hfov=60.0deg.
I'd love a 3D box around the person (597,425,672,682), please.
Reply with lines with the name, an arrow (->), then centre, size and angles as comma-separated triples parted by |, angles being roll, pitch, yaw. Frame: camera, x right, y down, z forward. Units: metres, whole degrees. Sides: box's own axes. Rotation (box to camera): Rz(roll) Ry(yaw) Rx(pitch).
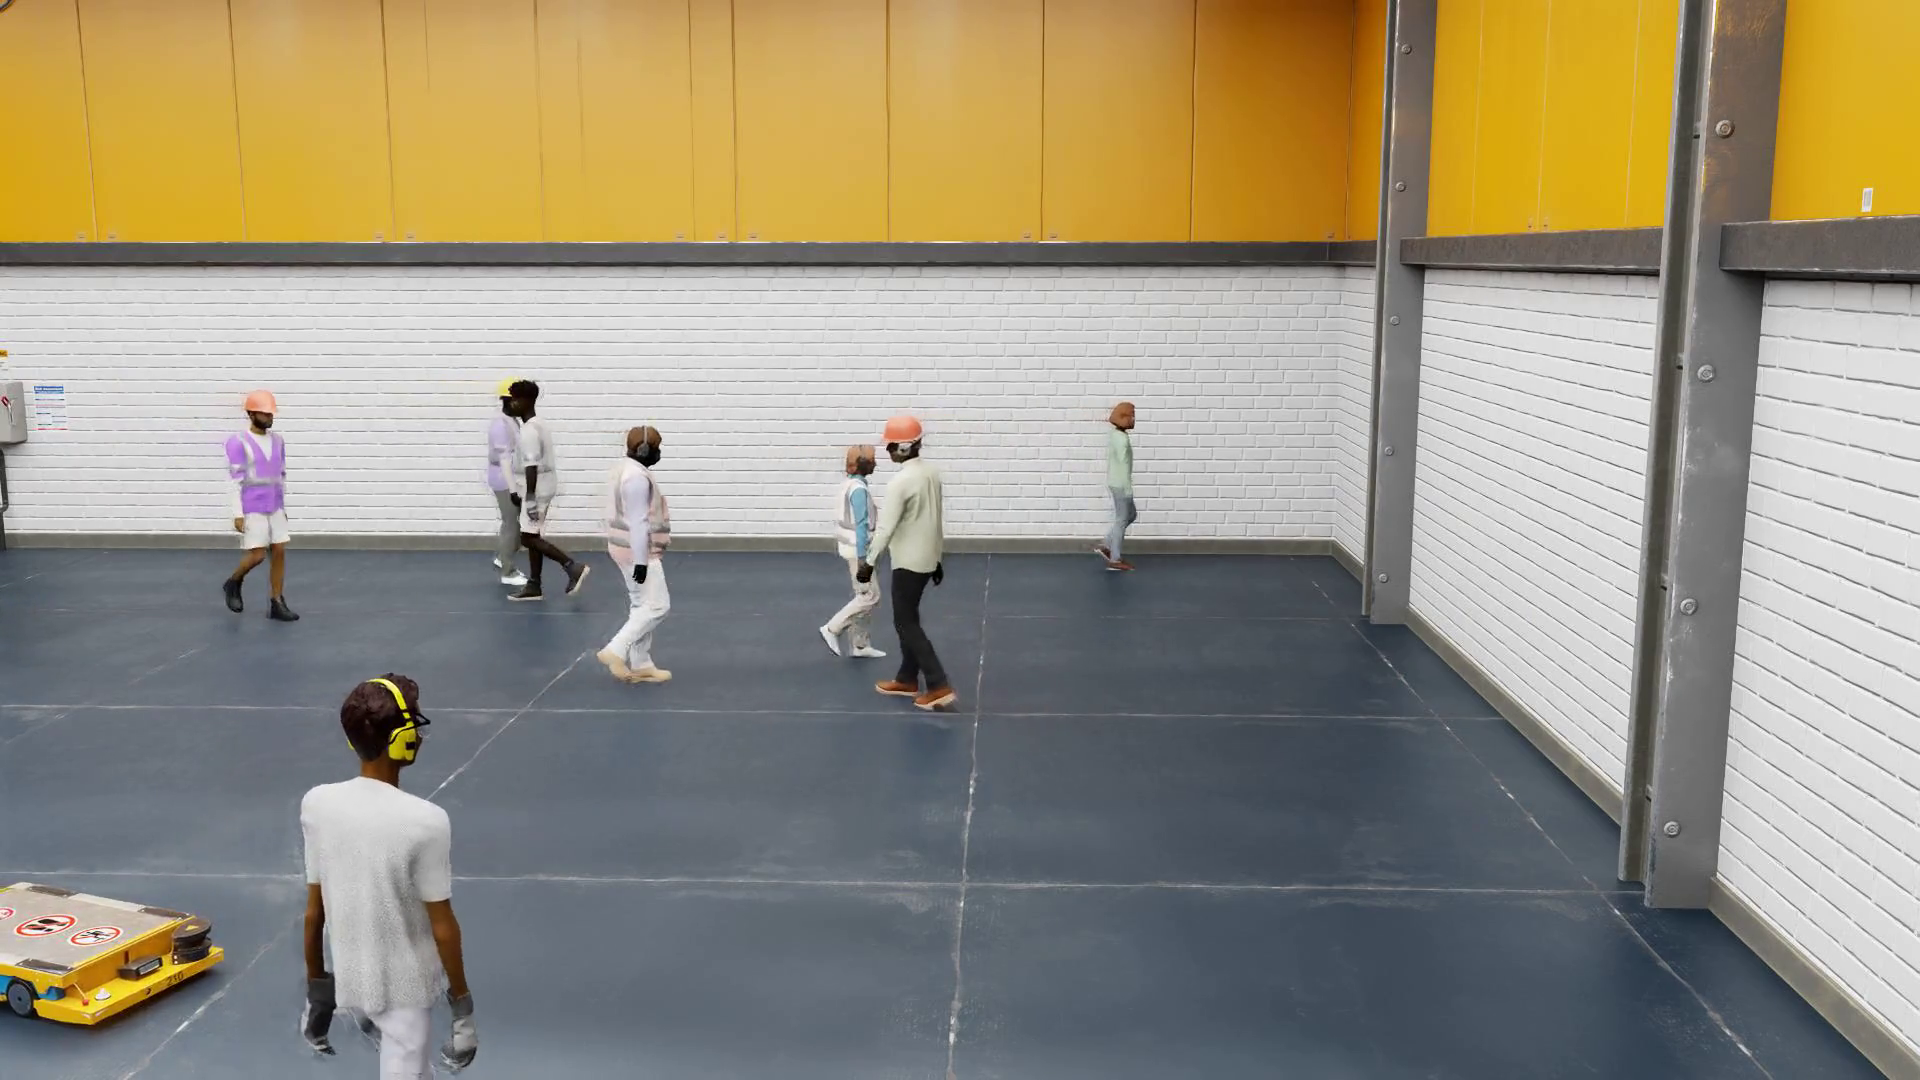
person -> -2.258, 0.113, 11.626 | 0.475, 1.821, 0.652 | -3, 10, -18

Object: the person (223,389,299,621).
person -> -5.764, -0.281, 13.638 | 0.600, 1.922, 0.566 | 5, 11, 27

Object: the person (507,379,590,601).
person -> -3.595, -0.418, 14.355 | 0.650, 1.947, 0.610 | -1, 10, -4

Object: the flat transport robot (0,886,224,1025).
flat transport robot -> -3.870, 1.687, 6.934 | 1.431, 0.197, 0.652 | 4, 10, 22

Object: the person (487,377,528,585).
person -> -4.061, -0.525, 15.103 | 0.423, 1.910, 0.593 | 1, 10, 3

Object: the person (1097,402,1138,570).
person -> 1.566, -0.508, 15.842 | 0.346, 1.617, 0.519 | -1, 10, -4

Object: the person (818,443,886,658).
person -> -0.782, 0.098, 12.266 | 0.430, 1.622, 0.535 | -1, 10, -6

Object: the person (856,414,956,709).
person -> -0.293, 0.145, 11.030 | 0.651, 1.966, 0.635 | 4, 10, 22

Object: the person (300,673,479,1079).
person -> -1.643, 1.294, 4.682 | 0.532, 1.839, 0.909 | 4, 11, 24
